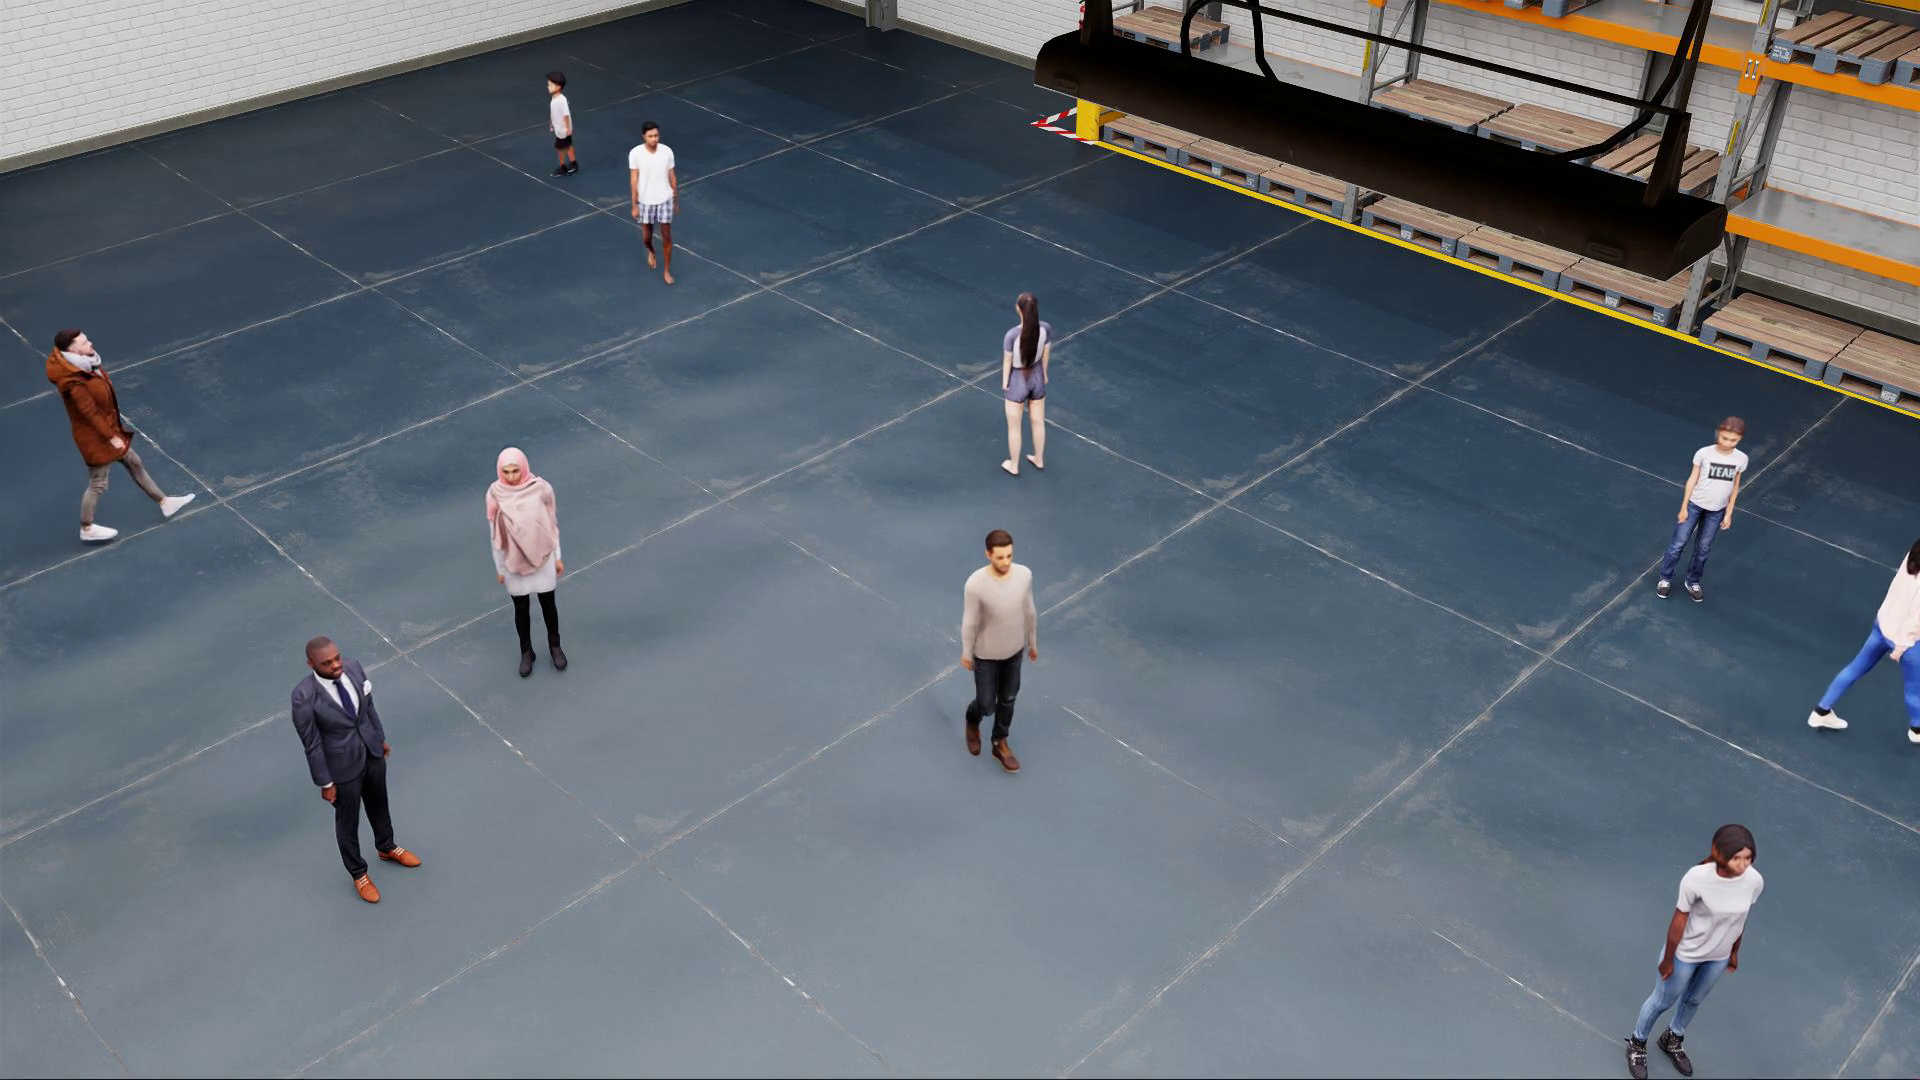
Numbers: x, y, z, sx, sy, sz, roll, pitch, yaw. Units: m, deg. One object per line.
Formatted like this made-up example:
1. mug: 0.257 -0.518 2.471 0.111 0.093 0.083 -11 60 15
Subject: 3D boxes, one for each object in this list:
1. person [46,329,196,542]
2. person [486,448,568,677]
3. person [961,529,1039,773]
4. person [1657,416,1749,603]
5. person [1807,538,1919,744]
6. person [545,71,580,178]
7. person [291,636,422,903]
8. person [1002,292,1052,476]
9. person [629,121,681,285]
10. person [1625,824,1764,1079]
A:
1. person: -6.878 -0.777 13.113 1.063 1.786 1.179 -12 35 -17
2. person: -3.037 0.147 11.708 0.730 1.803 0.741 -10 35 -14
3. person: 0.215 0.675 10.865 0.756 1.857 0.812 -17 37 -24
4. person: 5.622 -0.265 12.544 0.608 1.563 0.693 7 34 11
5. person: 6.143 0.629 11.063 1.214 1.714 1.056 5 34 8
6. person: -4.720 -5.009 19.967 0.617 1.247 0.604 -20 38 -27
7. person: -3.638 1.316 9.930 0.702 1.824 0.763 17 37 23
8. person: 0.566 -1.321 14.058 0.653 1.647 0.625 -14 36 -20
9. person: -3.193 -3.566 17.367 0.824 1.723 0.900 -11 35 -15
10. person: 3.876 2.165 8.747 0.670 1.719 0.706 -4 34 -6
